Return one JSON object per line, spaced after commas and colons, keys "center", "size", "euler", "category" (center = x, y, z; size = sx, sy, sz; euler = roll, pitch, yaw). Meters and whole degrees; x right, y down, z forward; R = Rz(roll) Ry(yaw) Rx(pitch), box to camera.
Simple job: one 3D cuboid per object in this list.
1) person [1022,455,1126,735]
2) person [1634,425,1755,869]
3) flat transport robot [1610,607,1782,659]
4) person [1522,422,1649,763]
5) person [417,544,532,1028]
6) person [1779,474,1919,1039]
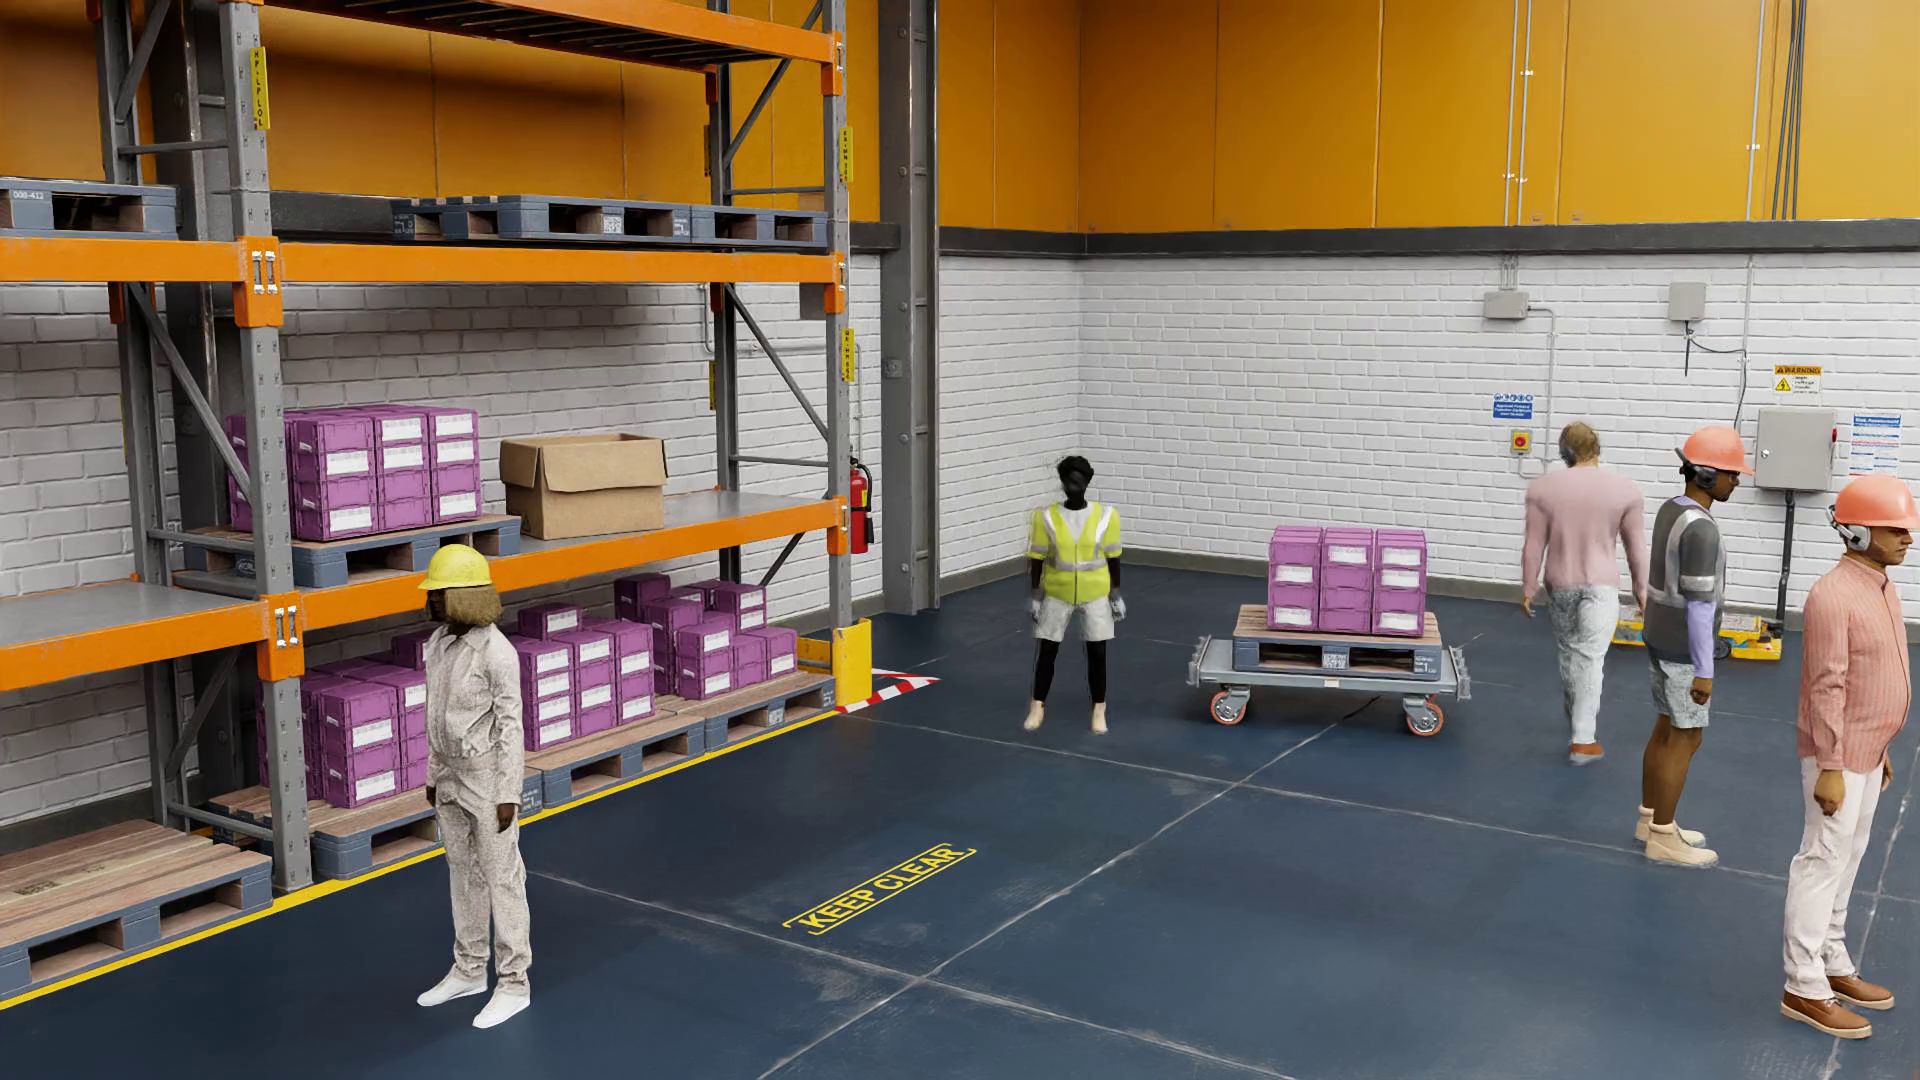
{"center": [0.648, 0.330, 9.827], "size": [0.624, 1.674, 0.333], "euler": [1, 9, 5], "category": "person"}
{"center": [3.341, 0.489, 7.592], "size": [0.409, 2.029, 0.612], "euler": [1, 9, 9], "category": "person"}
{"center": [5.215, 0.658, 12.168], "size": [1.431, 0.197, 0.652], "euler": [4, 10, 26], "category": "flat transport robot"}
{"center": [3.570, 0.271, 9.508], "size": [0.679, 1.871, 1.031], "euler": [4, 10, 27], "category": "person"}
{"center": [-1.767, 0.875, 5.989], "size": [0.483, 1.745, 0.306], "euler": [7, 11, 39], "category": "person"}
{"center": [3.202, 0.755, 5.967], "size": [0.386, 1.993, 0.615], "euler": [8, 12, 42], "category": "person"}
